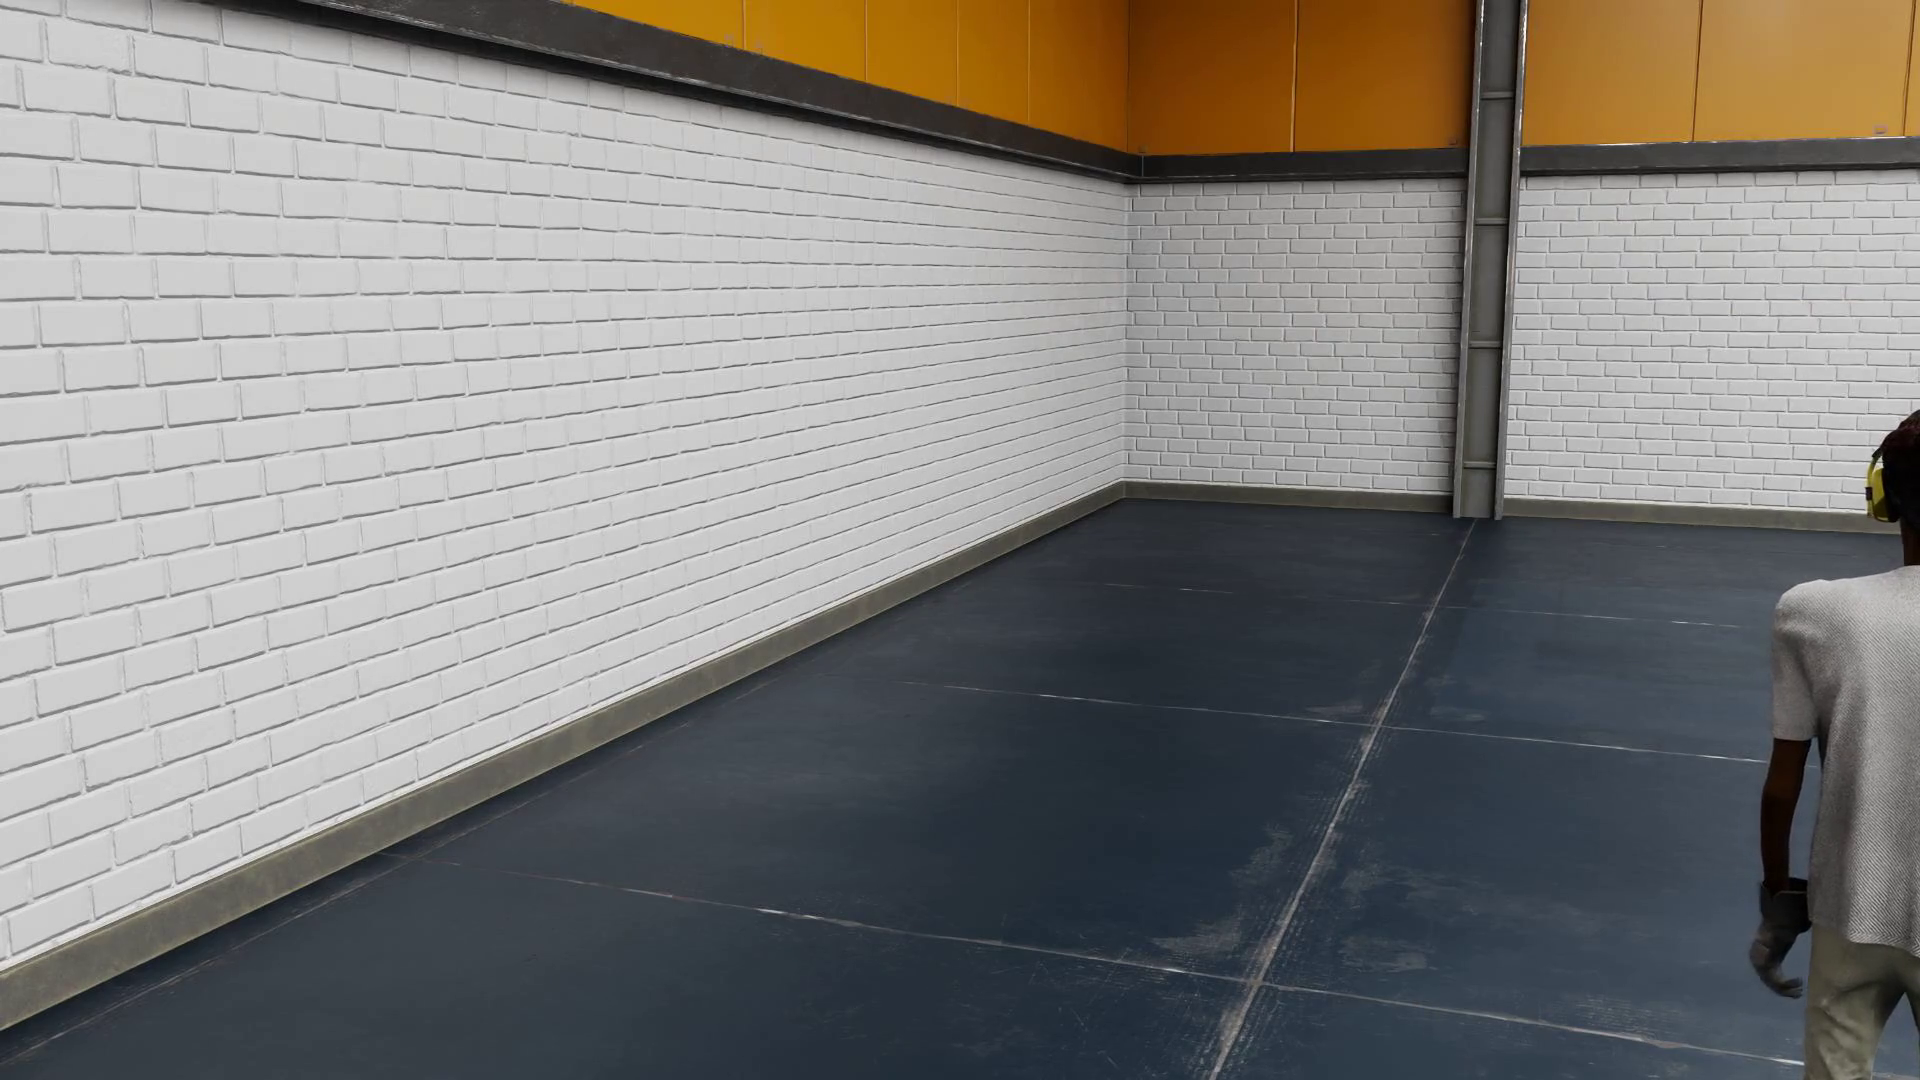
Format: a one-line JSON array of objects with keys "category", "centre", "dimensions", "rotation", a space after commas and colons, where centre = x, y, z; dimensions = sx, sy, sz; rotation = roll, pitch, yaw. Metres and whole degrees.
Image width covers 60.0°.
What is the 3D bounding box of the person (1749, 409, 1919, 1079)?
[{"category": "person", "centre": [1.639, 0.688, 2.870], "dimensions": [0.518, 1.874, 0.327], "rotation": [8, 12, 43]}]
